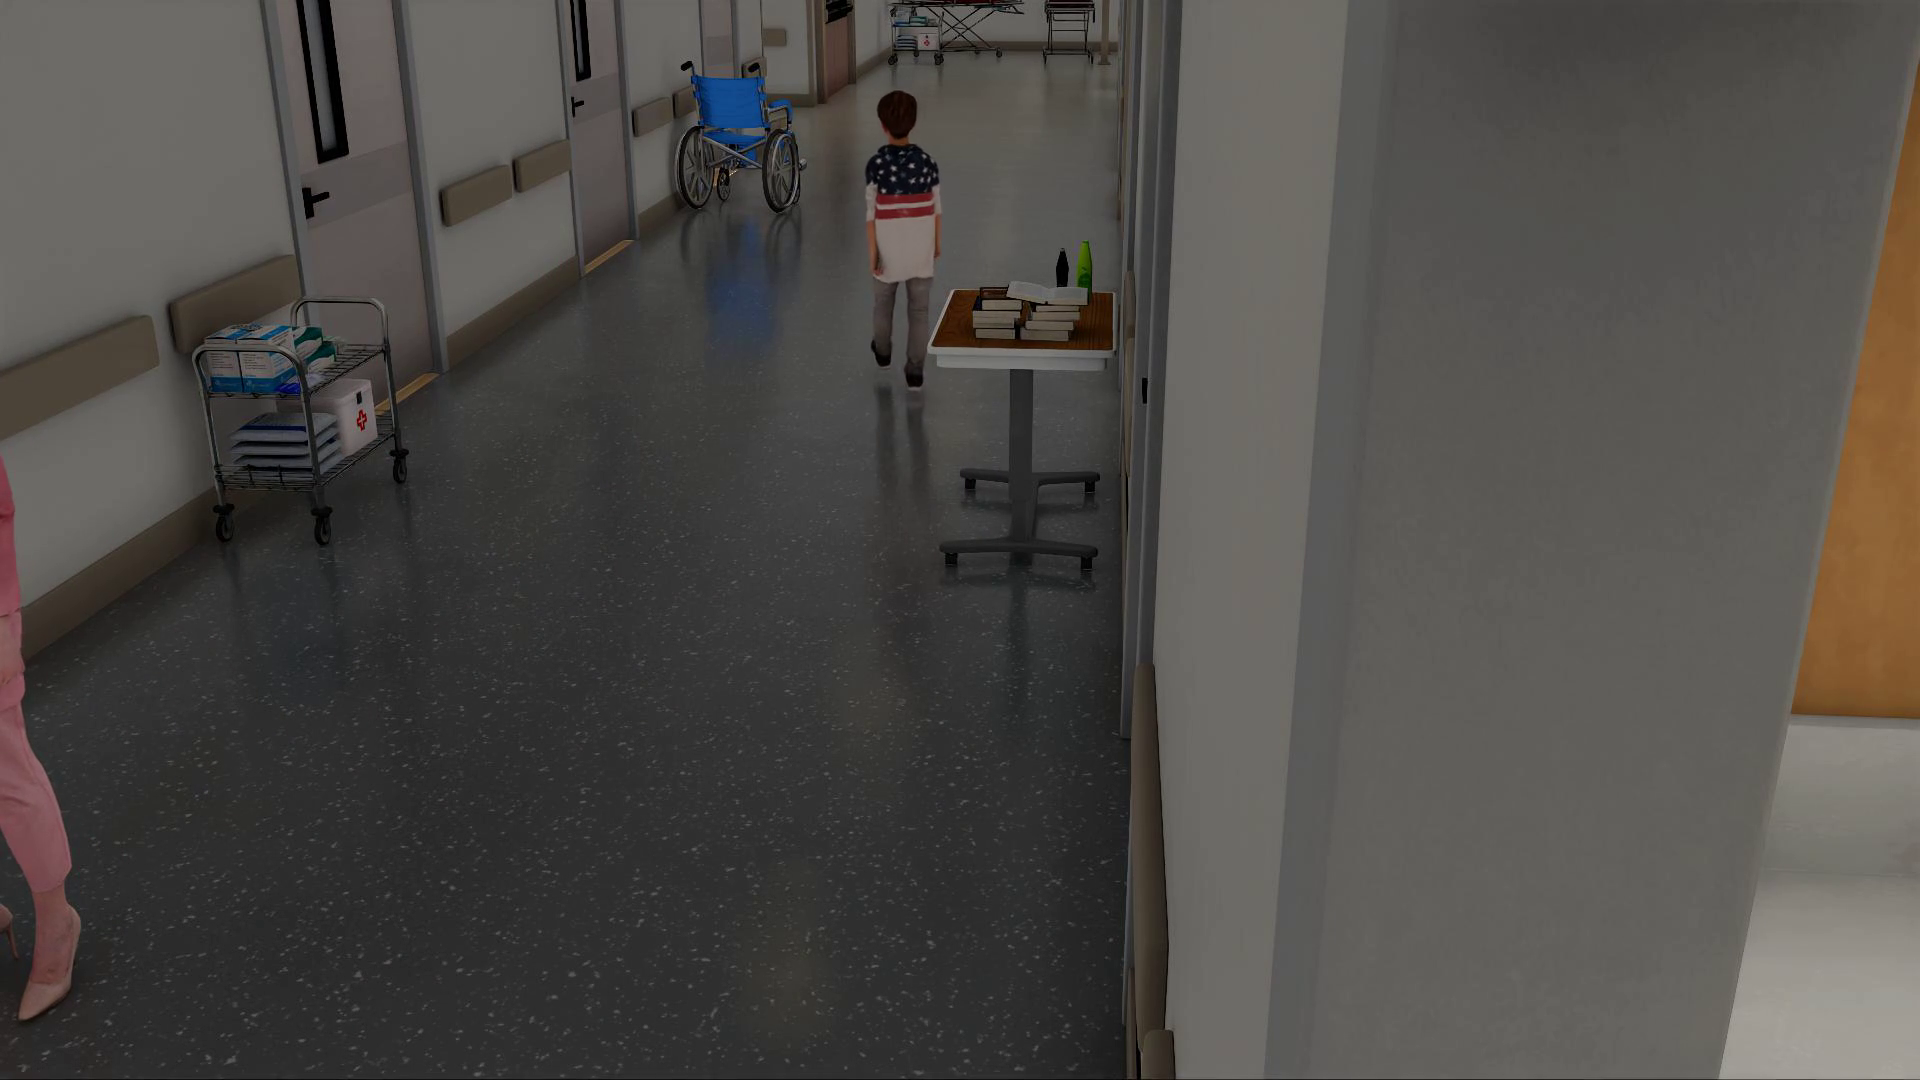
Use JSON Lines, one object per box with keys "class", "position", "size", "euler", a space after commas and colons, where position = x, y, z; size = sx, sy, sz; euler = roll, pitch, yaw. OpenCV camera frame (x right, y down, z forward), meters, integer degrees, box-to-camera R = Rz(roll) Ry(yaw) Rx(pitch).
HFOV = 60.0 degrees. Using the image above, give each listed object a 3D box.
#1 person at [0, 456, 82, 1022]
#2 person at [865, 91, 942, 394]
{"class": "person", "position": [-2.085, 0.140, 3.370], "size": [0.633, 1.802, 0.554], "euler": [4, 21, 11]}
{"class": "person", "position": [-0.259, -1.401, 8.000], "size": [0.674, 1.405, 0.958], "euler": [-3, 21, -7]}
